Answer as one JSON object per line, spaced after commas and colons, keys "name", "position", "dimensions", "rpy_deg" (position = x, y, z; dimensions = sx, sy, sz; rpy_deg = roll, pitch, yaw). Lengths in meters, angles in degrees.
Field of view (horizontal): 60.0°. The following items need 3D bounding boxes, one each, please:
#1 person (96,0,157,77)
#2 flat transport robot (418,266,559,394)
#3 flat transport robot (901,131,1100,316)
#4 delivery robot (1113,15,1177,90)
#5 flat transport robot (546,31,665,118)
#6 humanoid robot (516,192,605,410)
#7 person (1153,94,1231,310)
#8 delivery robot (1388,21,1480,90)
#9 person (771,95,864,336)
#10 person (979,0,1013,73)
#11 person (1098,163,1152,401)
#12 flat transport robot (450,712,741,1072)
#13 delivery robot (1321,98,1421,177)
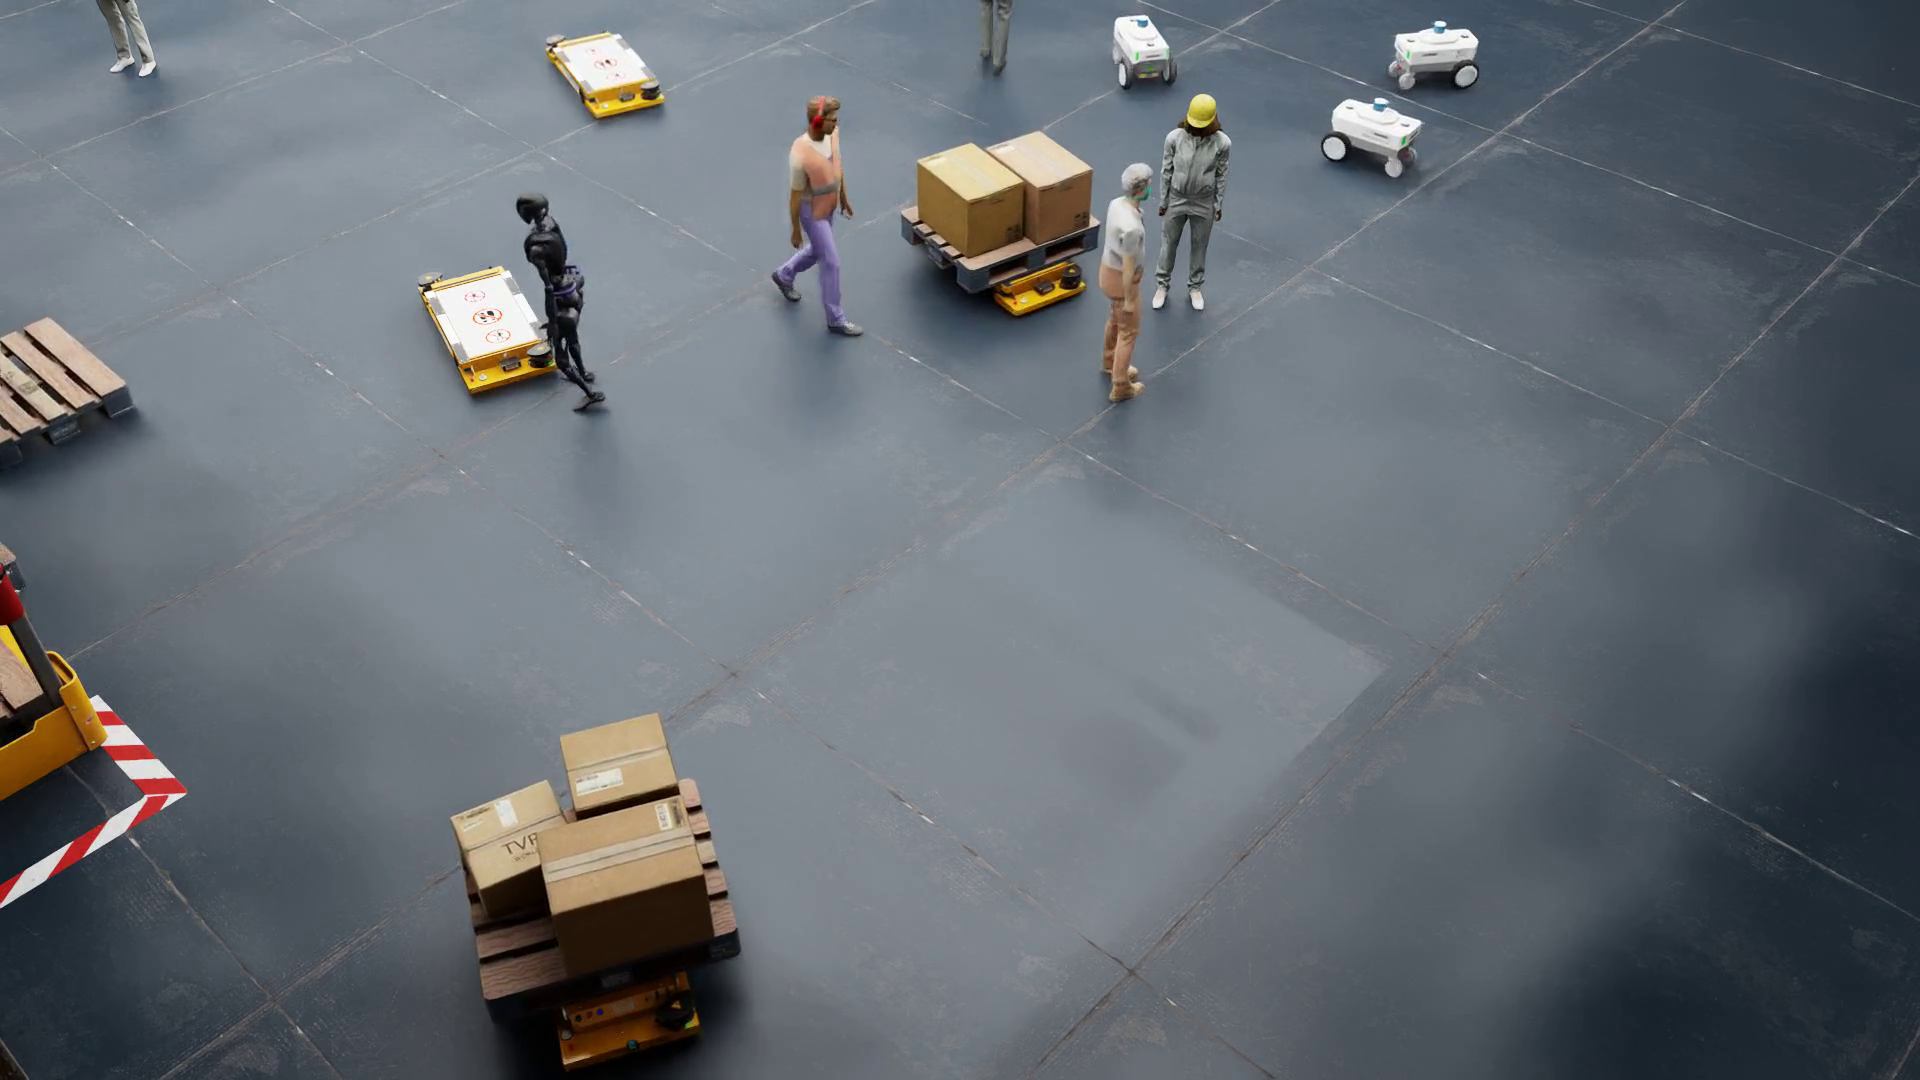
{"name": "person", "position": [-7.723, -5.026, 15.086], "dimensions": [0.513, 1.640, 0.306], "rpy_deg": [12, 43, 13]}
{"name": "flat transport robot", "position": [-3.509, -1.604, 12.309], "dimensions": [0.659, 0.231, 1.431], "rpy_deg": [-19, 45, -20]}
{"name": "flat transport robot", "position": [0.304, -2.246, 13.023], "dimensions": [0.659, 0.231, 1.431], "rpy_deg": [-24, 47, -24]}
{"name": "delivery robot", "position": [1.675, -4.522, 15.346], "dimensions": [0.499, 0.606, 0.794], "rpy_deg": [-9, 43, -10]}
{"name": "flat transport robot", "position": [-3.288, -4.323, 15.331], "dimensions": [0.659, 0.231, 1.431], "rpy_deg": [-20, 46, -21]}
{"name": "humanoid robot", "position": [-2.703, -1.630, 11.291], "dimensions": [0.339, 1.646, 0.609], "rpy_deg": [-1, 42, -2]}
{"name": "person", "position": [1.691, -2.460, 12.164], "dimensions": [0.484, 1.734, 0.308], "rpy_deg": [3, 42, 4]}
{"name": "delivery robot", "position": [4.389, -4.455, 15.279], "dimensions": [0.791, 0.614, 0.499], "rpy_deg": [-7, 42, -7]}
{"name": "person", "position": [-1.080, -2.389, 12.037], "dimensions": [0.798, 1.807, 0.575], "rpy_deg": [13, 44, 14]}
{"name": "person", "position": [0.357, -5.198, 15.140], "dimensions": [0.597, 1.819, 0.607], "rpy_deg": [8, 43, 8]}
{"name": "person", "position": [1.125, -1.781, 11.417], "dimensions": [0.340, 1.733, 0.488], "rpy_deg": [-5, 42, -6]}
{"name": "flat transport robot", "position": [-1.787, 1.936, 8.374], "dimensions": [0.659, 0.231, 1.431], "rpy_deg": [-13, 44, -14]}
{"name": "delivery robot", "position": [3.517, -3.472, 14.179], "dimensions": [0.807, 0.606, 0.499], "rpy_deg": [27, 48, 26]}
